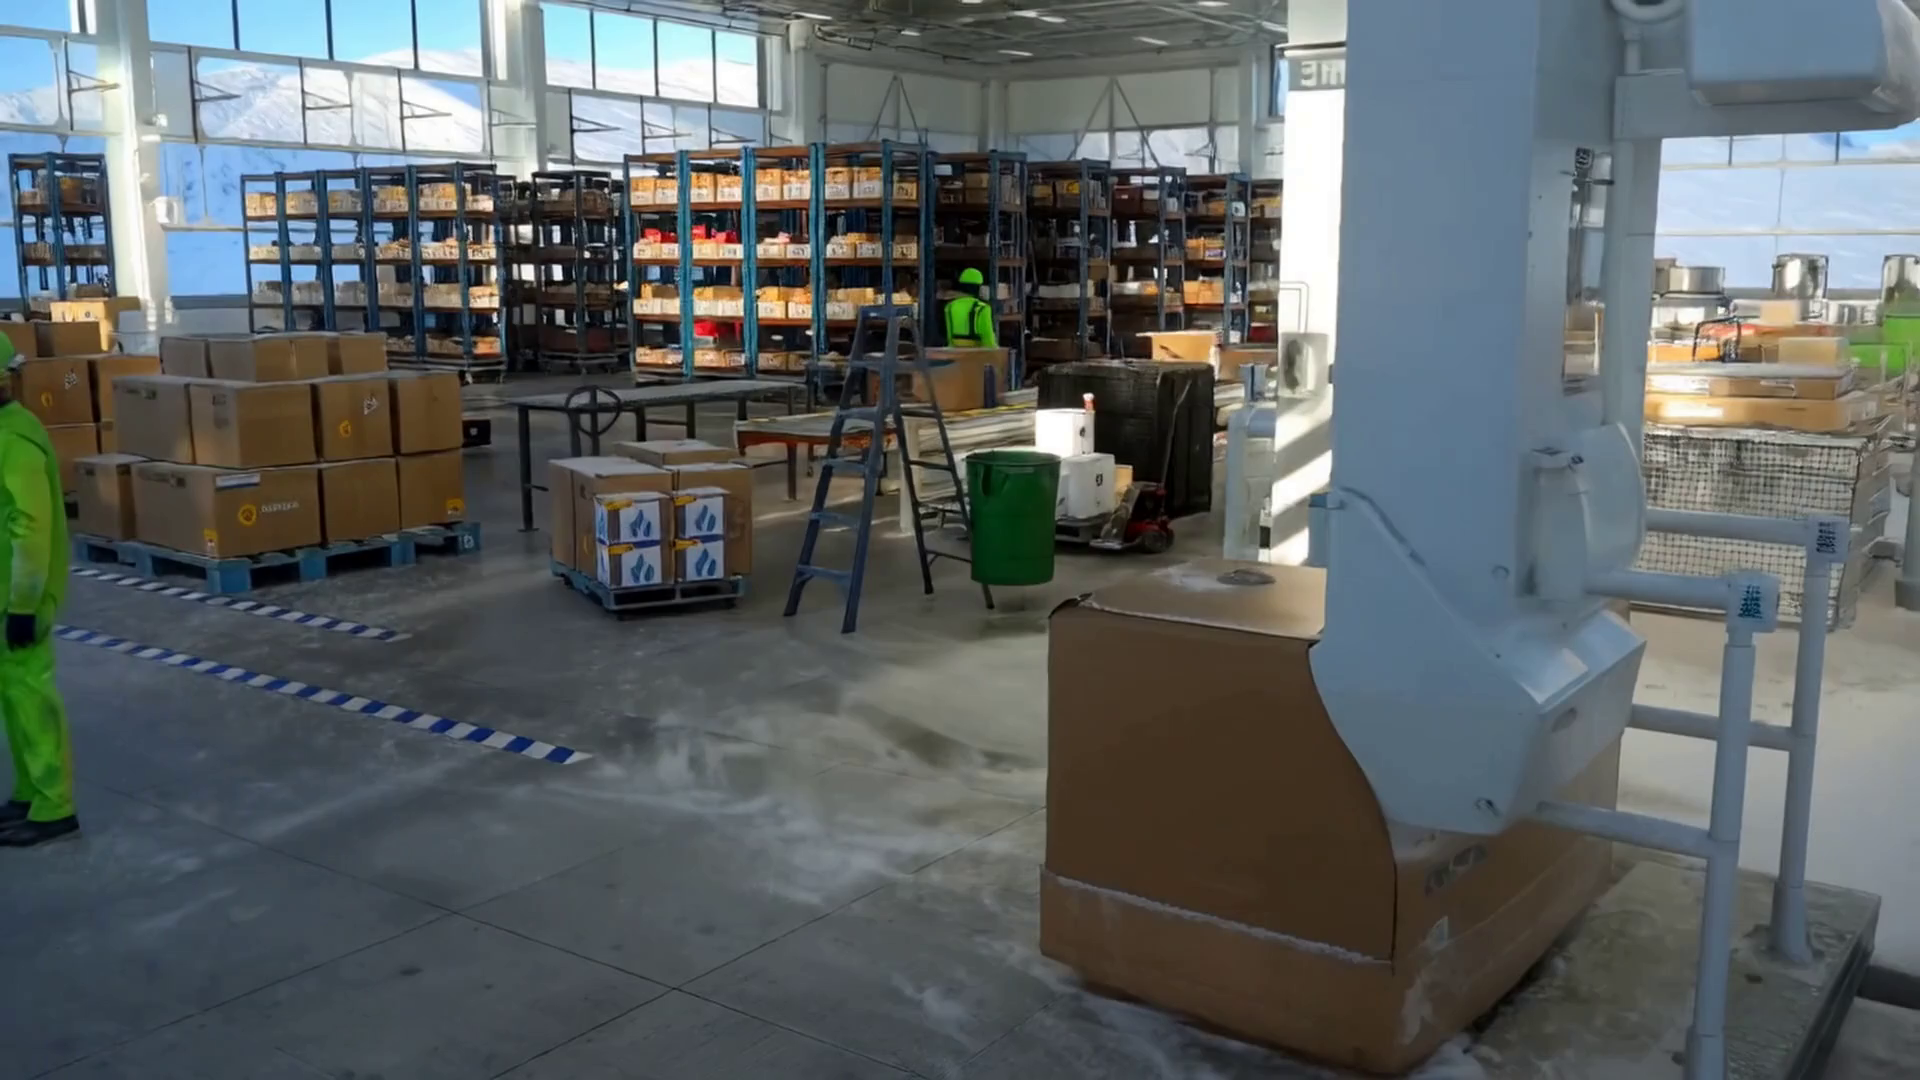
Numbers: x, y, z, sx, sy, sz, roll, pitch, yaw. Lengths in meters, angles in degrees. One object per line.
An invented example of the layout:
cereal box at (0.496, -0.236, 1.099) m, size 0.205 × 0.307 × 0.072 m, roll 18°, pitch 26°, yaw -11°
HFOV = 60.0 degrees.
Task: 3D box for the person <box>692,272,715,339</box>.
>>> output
person at (-4.614, -3.816, 29.408) m, size 0.586 × 1.825 × 0.403 m, roll -3°, pitch 10°, yaw -18°

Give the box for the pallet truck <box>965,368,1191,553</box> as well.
pallet truck at (0.845, -0.609, 11.869) m, size 1.630 × 1.274 × 0.653 m, roll 7°, pitch 12°, yaw 35°

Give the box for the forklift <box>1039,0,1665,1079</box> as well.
forklift at (1.249, -0.137, 4.360) m, size 1.873 × 2.768 × 1.129 m, roll 7°, pitch 12°, yaw 35°

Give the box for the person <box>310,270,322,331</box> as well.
person at (-12.106, -4.193, 31.586) m, size 0.565 × 1.846 × 0.388 m, roll 4°, pitch 10°, yaw 21°

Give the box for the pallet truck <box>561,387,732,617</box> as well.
pallet truck at (-1.981, -0.274, 10.088) m, size 0.680 × 1.201 × 1.601 m, roll -5°, pitch 11°, yaw -28°

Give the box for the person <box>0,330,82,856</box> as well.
person at (-3.284, 0.160, 5.716) m, size 0.404 × 1.827 × 0.600 m, roll -7°, pitch 12°, yaw -36°

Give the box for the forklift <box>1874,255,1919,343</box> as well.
forklift at (22.089, -5.634, 38.796) m, size 1.157 × 1.987 × 2.680 m, roll 6°, pitch 11°, yaw 33°

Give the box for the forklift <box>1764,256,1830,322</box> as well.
forklift at (20.253, -5.854, 40.139) m, size 1.157 × 1.987 × 2.680 m, roll 7°, pitch 12°, yaw 35°

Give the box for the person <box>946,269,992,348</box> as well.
person at (0.110, -2.014, 18.358) m, size 0.604 × 1.939 × 0.423 m, roll 8°, pitch 12°, yaw 40°
